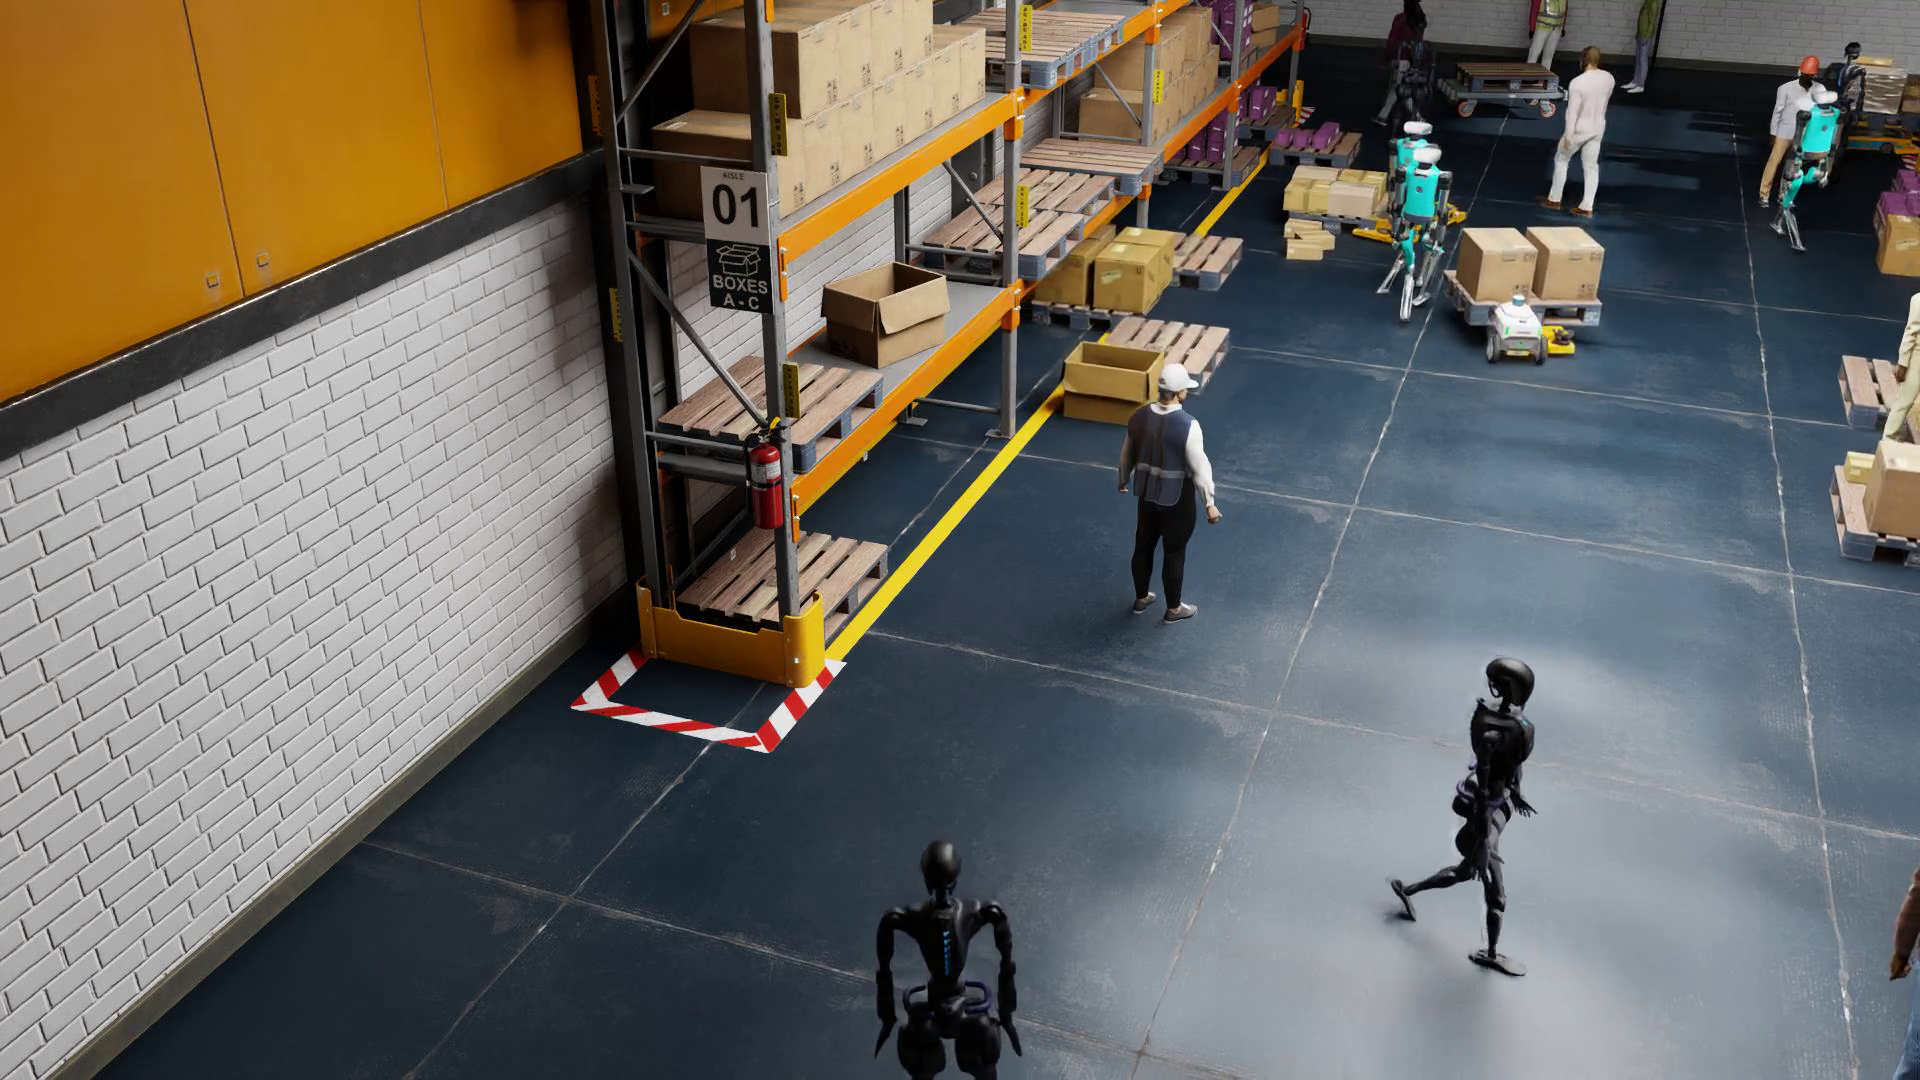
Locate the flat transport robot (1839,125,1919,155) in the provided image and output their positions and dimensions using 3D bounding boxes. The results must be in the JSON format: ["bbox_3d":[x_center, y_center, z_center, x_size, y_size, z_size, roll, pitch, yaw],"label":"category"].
[{"bbox_3d":[11.885,-5.316,22.063,1.431,0.231,0.659,6,28,12],"label":"flat transport robot"}]

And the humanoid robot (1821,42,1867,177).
[{"bbox_3d":[10.794,-5.296,20.496,0.352,1.651,0.600,-20,34,-34],"label":"humanoid robot"}]

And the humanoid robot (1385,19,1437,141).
[{"bbox_3d":[5.918,-5.987,21.841,0.611,1.632,0.598,-2,27,-3],"label":"humanoid robot"}]

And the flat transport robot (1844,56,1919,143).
[{"bbox_3d":[12.545,-5.625,22.662,1.431,0.231,0.659,15,31,27],"label":"flat transport robot"}]

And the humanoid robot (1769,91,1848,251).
[{"bbox_3d":[9.063,-4.028,18.005,0.551,1.760,1.045,-2,27,-4],"label":"humanoid robot"}]

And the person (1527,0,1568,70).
[{"bbox_3d":[8.803,-7.663,24.899,0.632,1.841,0.429,-8,28,-15],"label":"person"}]

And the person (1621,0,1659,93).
[{"bbox_3d":[10.231,-7.543,24.890,0.287,1.633,0.497,2,27,4],"label":"person"}]

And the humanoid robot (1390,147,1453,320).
[{"bbox_3d":[4.440,-2.964,15.918,0.542,1.723,1.010,14,30,25],"label":"humanoid robot"}]

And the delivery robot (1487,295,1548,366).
[{"bbox_3d":[5.061,-1.913,15.169,0.499,0.613,0.803,2,27,4],"label":"delivery robot"}]

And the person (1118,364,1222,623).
[{"bbox_3d":[1.322,-0.296,10.703,0.762,1.753,0.449,20,34,34],"label":"person"}]

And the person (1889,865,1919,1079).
[{"bbox_3d":[4.068,1.682,6.648,0.610,1.960,0.919,15,31,26],"label":"person"}]

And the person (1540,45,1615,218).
[{"bbox_3d":[7.092,-4.688,19.061,0.657,1.910,0.794,-9,29,-17],"label":"person"}]

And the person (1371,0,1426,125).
[{"bbox_3d":[6.111,-6.583,22.737,0.505,1.901,0.946,-16,32,-29],"label":"person"}]

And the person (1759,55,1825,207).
[{"bbox_3d":[9.699,-4.747,19.340,0.562,1.748,0.336,-1,27,-3],"label":"person"}]

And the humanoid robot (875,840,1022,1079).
[{"bbox_3d":[-0.037,1.931,6.479,0.585,1.647,0.467,-2,27,-5],"label":"humanoid robot"}]

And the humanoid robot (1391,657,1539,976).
[{"bbox_3d":[2.433,1.251,7.826,0.697,1.649,0.601,16,31,28],"label":"humanoid robot"}]

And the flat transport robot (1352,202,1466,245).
[{"bbox_3d":[5.078,-3.606,18.746,0.659,0.231,1.431,22,35,36],"label":"flat transport robot"}]

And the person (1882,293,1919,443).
[{"bbox_3d":[7.507,-1.370,12.801,0.554,1.743,0.346,3,27,6],"label":"person"}]

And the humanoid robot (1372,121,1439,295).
[{"bbox_3d":[4.586,-3.313,16.597,0.900,1.793,0.539,-24,36,-38],"label":"humanoid robot"}]

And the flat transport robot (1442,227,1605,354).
[{"bbox_3d":[5.294,-2.102,15.828,0.659,0.231,1.431,0,27,0],"label":"flat transport robot"}]
